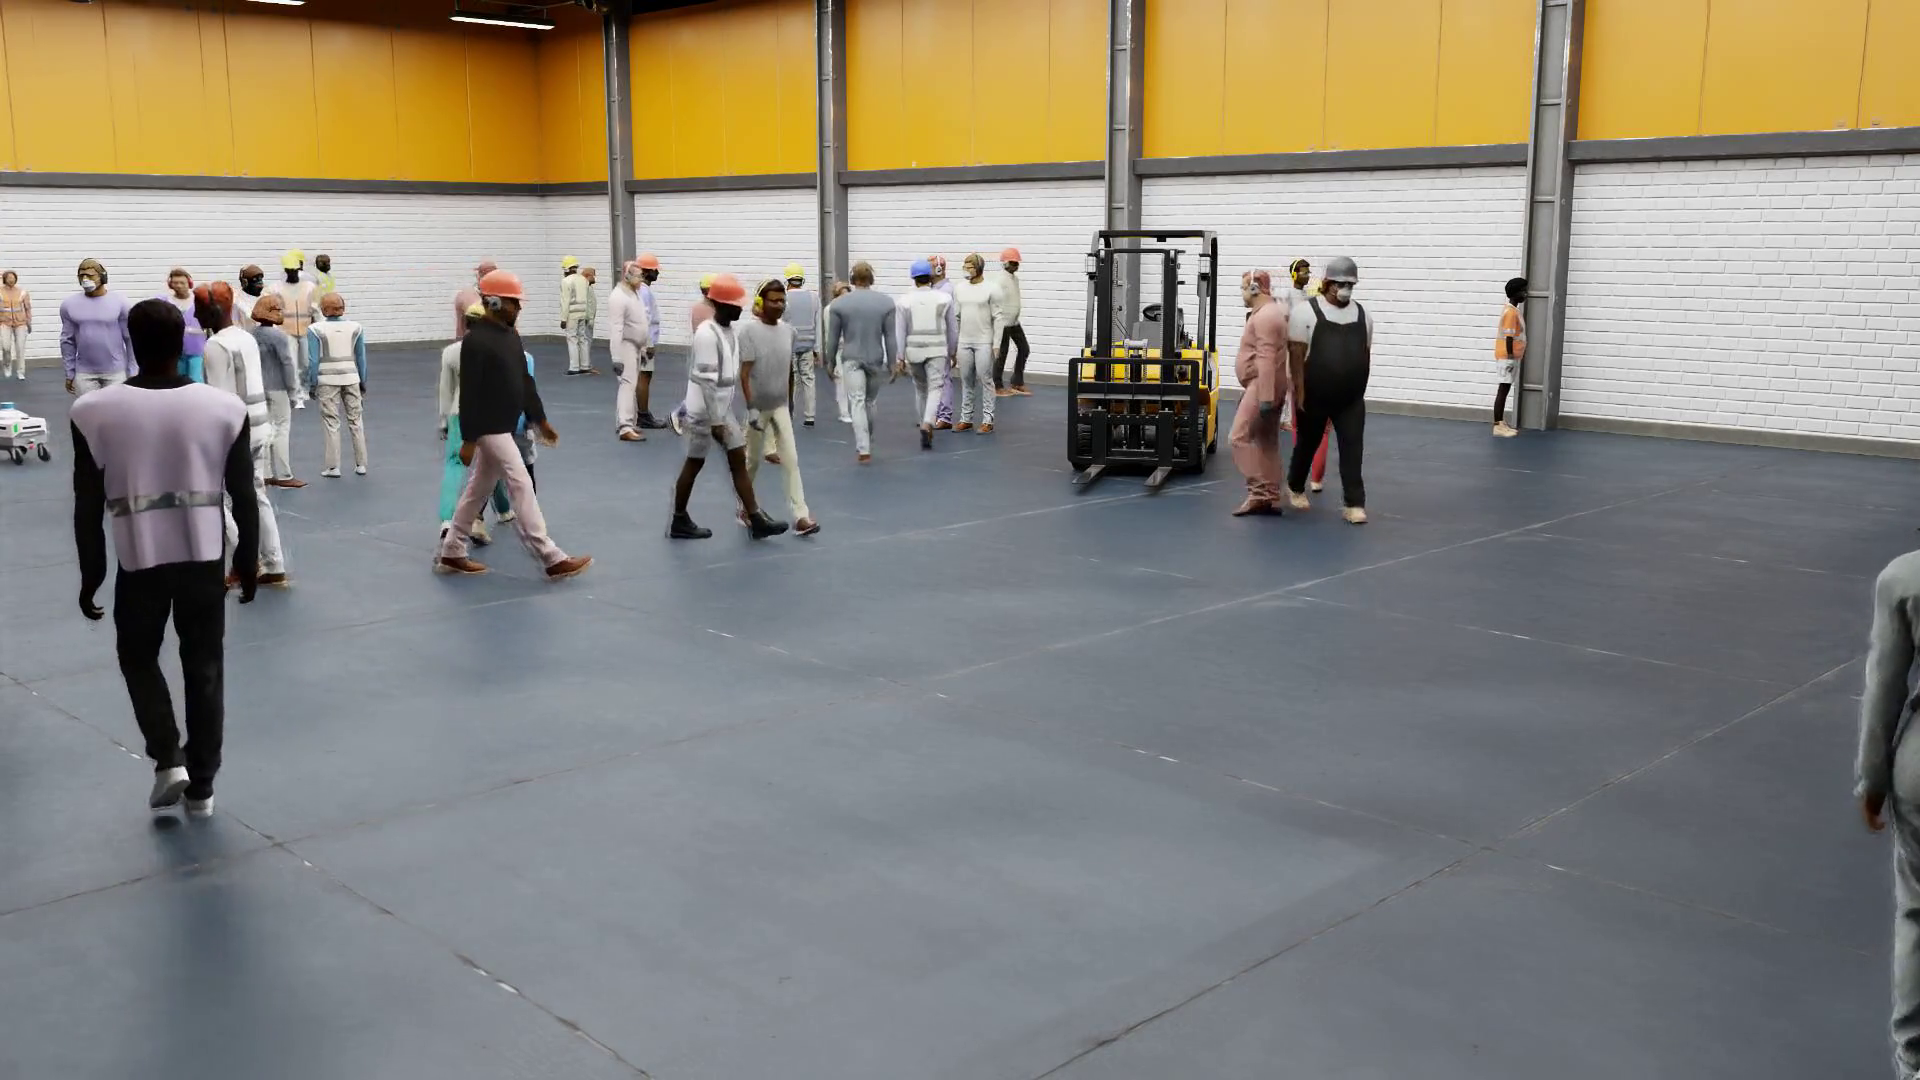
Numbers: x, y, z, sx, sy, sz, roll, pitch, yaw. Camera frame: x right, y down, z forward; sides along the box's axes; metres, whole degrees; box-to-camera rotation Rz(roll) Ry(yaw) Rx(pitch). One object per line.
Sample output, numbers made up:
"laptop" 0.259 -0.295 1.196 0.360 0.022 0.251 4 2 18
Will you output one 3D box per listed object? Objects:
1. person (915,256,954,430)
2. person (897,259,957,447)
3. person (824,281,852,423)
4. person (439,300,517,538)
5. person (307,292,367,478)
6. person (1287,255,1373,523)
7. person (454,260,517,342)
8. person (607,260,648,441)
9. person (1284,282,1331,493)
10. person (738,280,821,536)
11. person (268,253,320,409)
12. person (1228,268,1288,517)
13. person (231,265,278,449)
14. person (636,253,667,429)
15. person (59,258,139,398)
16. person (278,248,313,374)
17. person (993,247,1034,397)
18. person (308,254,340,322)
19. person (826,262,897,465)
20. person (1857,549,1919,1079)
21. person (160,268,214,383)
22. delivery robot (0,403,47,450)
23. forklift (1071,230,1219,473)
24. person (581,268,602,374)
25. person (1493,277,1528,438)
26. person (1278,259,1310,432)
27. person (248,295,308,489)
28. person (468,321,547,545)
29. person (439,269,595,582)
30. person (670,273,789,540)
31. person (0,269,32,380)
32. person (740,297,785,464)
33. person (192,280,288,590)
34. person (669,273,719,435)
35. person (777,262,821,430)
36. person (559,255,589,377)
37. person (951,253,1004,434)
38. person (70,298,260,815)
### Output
"person" -0.270 -2.171 18.352 0.407 1.908 0.641 -4 11 -19
"person" -0.350 -1.897 16.912 0.596 1.898 0.952 2 11 8
"person" -1.354 -2.147 19.017 0.527 1.621 0.423 -8 13 -39
"person" -3.506 -0.881 11.970 0.538 1.671 1.066 1 10 3
"person" -5.498 -1.368 14.708 0.525 1.636 0.307 -9 14 -41
"person" 2.807 -1.189 12.629 0.686 2.000 0.947 -1 10 -7
"person" -4.888 -1.946 17.196 0.633 1.881 0.822 -2 11 -11
"person" -3.480 -2.003 17.527 0.447 1.890 0.692 1 10 5
"person" 2.988 -1.294 14.012 0.559 1.737 0.757 2 11 10
"person" -1.347 -0.942 11.899 0.521 1.816 0.974 -7 12 -32
"person" -8.240 -2.591 20.620 0.586 1.916 0.565 -6 12 -31
"person" 2.257 -1.109 12.634 0.525 1.880 0.668 3 11 15
"person" -6.958 -1.793 16.464 0.430 1.845 0.624 5 11 24
"person" -3.461 -2.208 18.462 0.370 1.939 0.543 -3 11 -14
"person" -7.273 -1.407 14.094 0.635 1.939 0.367 -1 10 -7
"person" -10.144 -3.490 25.483 0.589 1.928 0.384 5 11 24
"person" 0.718 -2.868 21.968 0.683 1.968 0.649 5 12 27
"person" -10.535 -3.819 27.580 0.432 1.831 0.633 1 10 7
"person" -0.935 -1.673 15.705 0.650 1.884 1.008 -2 11 -12
"person" 2.337 0.573 3.867 0.545 1.723 0.496 -10 14 -42
"person" -8.022 -1.911 17.237 0.585 1.800 0.970 -4 11 -20
"delivery robot" -8.968 -1.053 15.685 0.707 0.478 0.477 5 12 27
"forklift" 1.804 -1.825 15.677 1.214 2.155 2.313 2 11 13
"person" -5.738 -3.396 25.769 0.283 1.634 0.498 -3 11 -14
"person" 5.831 -1.932 17.639 0.319 1.691 0.535 3 11 18
"person" 3.688 -2.123 18.186 0.328 1.872 0.508 9 13 39
"person" -5.798 -1.246 14.050 0.507 1.632 0.274 6 12 29
"person" -3.195 -0.804 11.567 0.534 1.659 0.836 2 11 10
"person" -2.830 -0.703 10.295 1.077 1.927 0.603 1 10 4
"person" -1.632 -0.895 11.496 0.976 1.866 0.548 3 11 18
"person" -13.972 -3.173 24.535 0.524 1.626 0.369 -7 13 -35
"person" -1.819 -1.520 15.580 0.405 1.621 0.504 10 14 43
"person" -4.316 -0.597 9.867 0.461 1.865 0.595 0 10 -1
"person" -2.693 -1.911 17.364 0.704 1.743 0.529 5 12 27
"person" -1.809 -2.122 18.281 0.591 1.833 0.403 -6 12 -29
"person" -5.860 -3.389 25.201 0.404 1.827 0.600 5 11 24
"person" 0.174 -2.106 17.910 0.636 1.936 0.355 7 12 33
"person" -2.880 0.079 6.076 0.627 1.904 0.454 -6 12 -30
